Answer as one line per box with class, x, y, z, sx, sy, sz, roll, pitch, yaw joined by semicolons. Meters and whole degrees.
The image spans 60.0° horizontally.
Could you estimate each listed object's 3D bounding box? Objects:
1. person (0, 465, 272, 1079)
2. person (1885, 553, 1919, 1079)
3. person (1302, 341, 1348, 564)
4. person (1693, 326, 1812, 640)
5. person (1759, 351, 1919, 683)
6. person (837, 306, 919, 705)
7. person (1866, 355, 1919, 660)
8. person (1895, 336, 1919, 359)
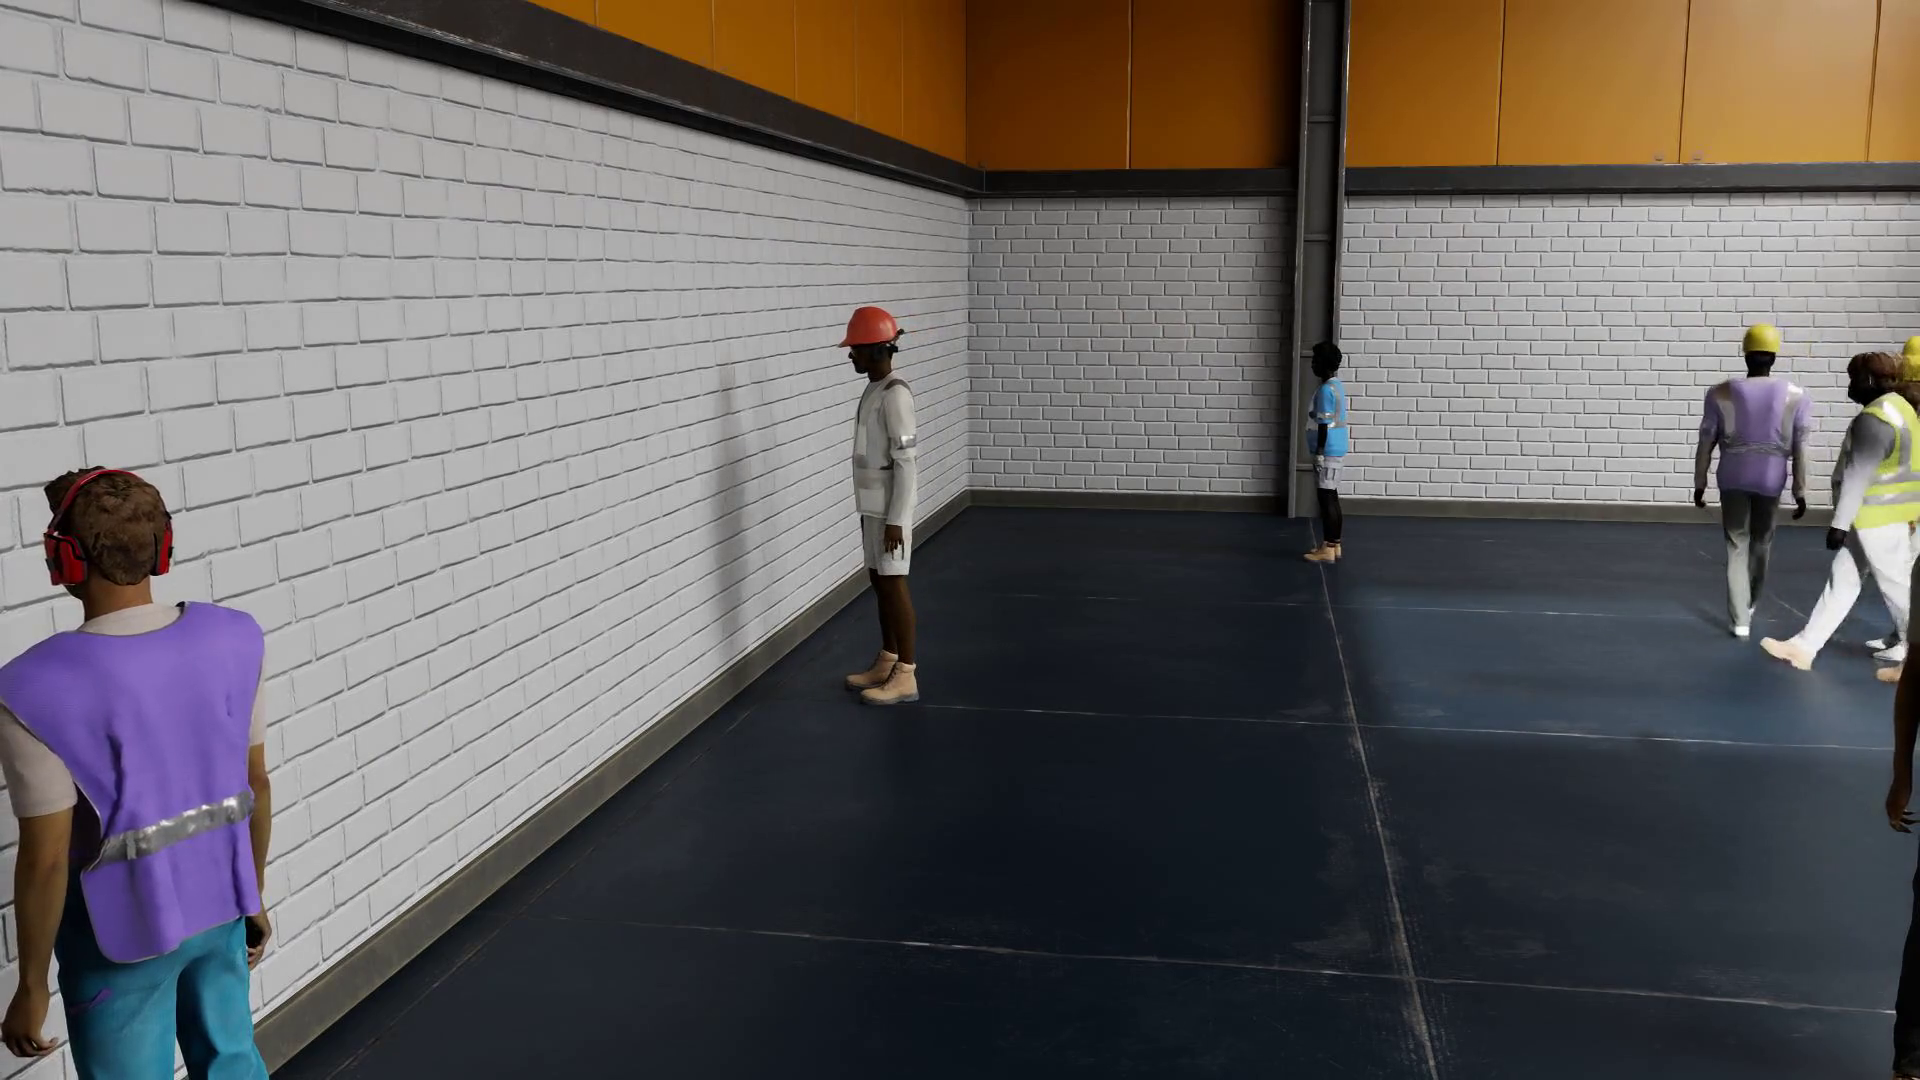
person;-1.584;0.776;3.269;0.388;1.847;0.564;5;10;27
person;2.653;0.622;4.232;0.513;1.845;0.340;5;11;30
person;2.801;-0.668;12.722;0.321;1.689;0.530;3;10;18
person;4.867;-0.373;10.277;0.616;1.877;0.957;3;10;18
person;4.904;-0.115;9.027;0.924;1.789;0.644;7;11;35
person;-0.426;-0.173;8.558;0.395;2.038;0.615;-3;10;-16
person;5.421;-0.181;9.526;0.309;1.743;0.494;4;10;24
person;6.756;-0.558;11.798;0.326;1.767;0.533;1;9;9
